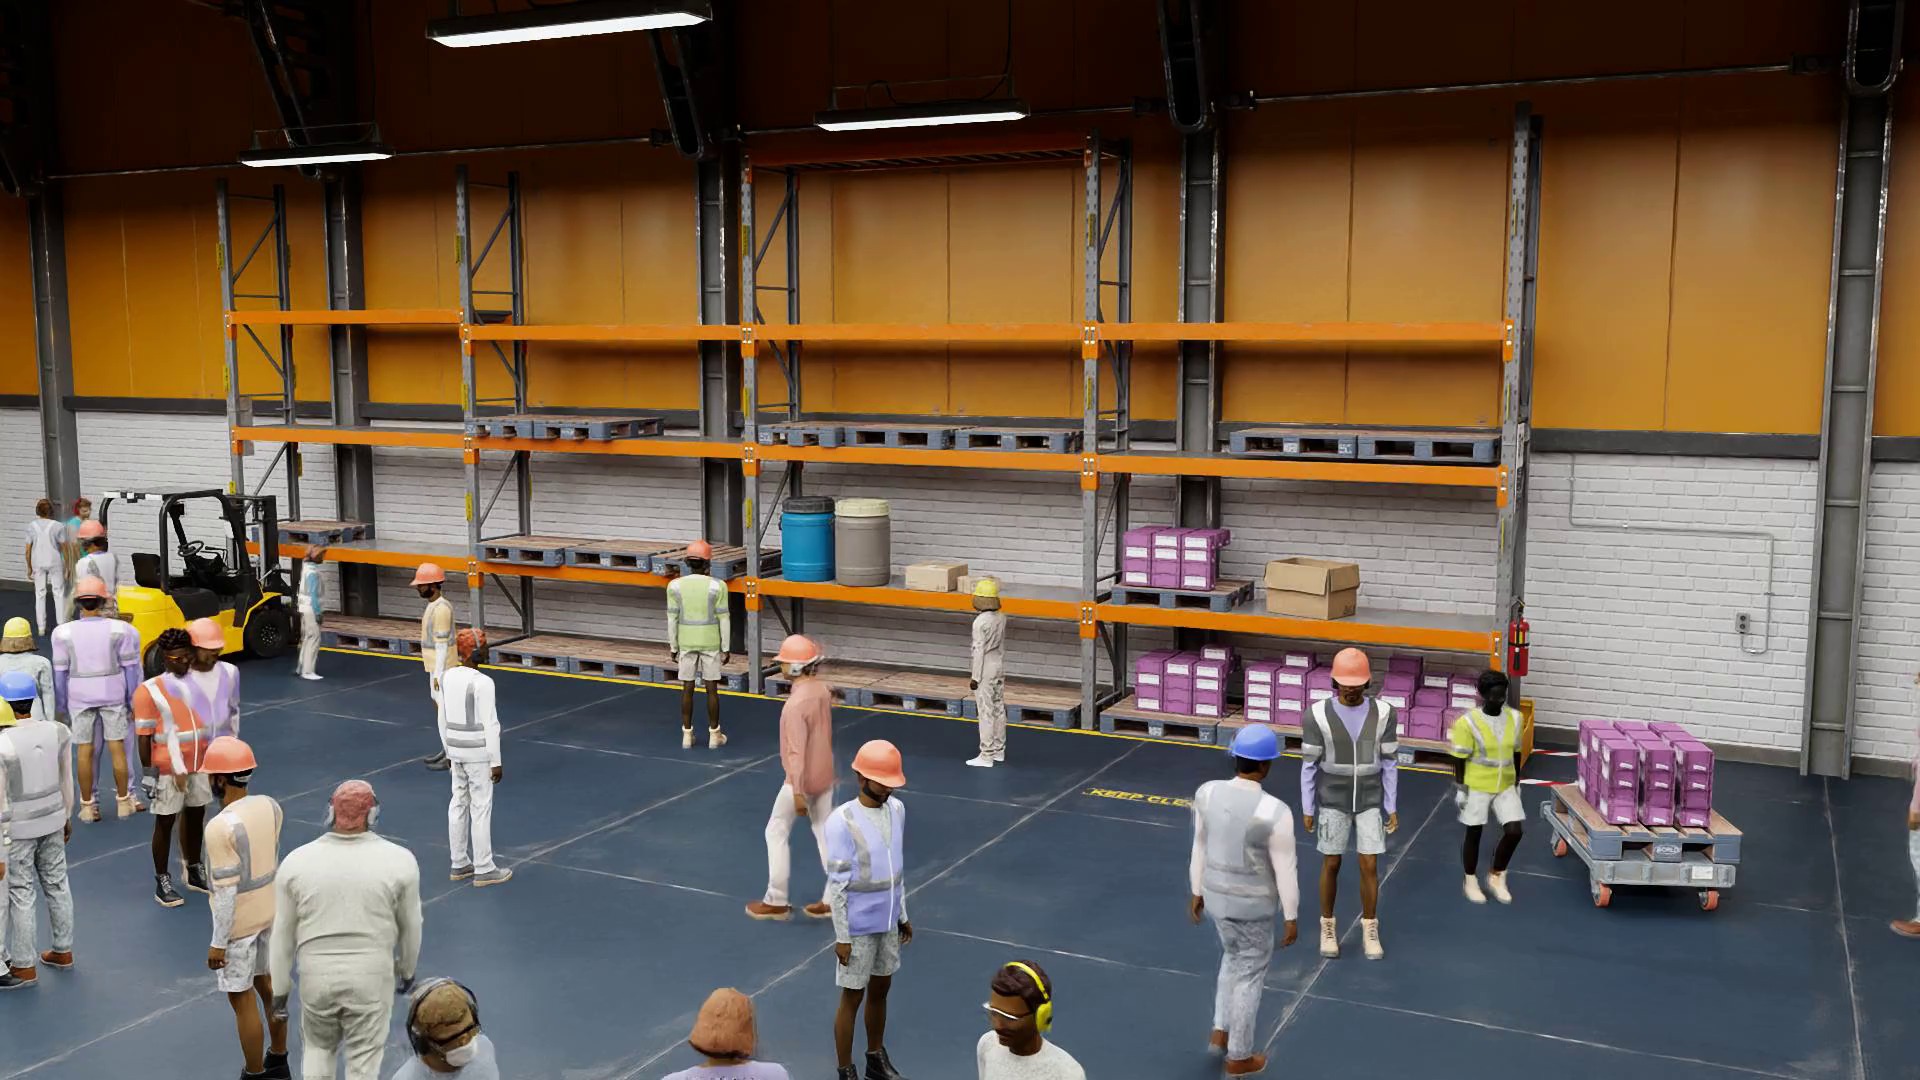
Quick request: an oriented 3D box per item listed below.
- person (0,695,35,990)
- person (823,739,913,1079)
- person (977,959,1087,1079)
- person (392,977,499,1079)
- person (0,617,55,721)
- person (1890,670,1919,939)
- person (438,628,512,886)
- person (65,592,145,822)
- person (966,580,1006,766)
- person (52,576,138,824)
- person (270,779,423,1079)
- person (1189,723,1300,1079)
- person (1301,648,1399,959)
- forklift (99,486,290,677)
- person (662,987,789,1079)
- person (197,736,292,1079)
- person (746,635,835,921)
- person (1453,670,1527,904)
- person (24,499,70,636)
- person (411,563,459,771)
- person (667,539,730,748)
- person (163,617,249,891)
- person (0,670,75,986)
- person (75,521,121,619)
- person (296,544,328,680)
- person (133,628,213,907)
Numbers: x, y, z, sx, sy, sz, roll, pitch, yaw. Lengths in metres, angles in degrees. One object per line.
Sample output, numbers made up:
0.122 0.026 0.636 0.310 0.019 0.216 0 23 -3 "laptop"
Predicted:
-5.927 1.847 10.207 0.403 1.821 0.602 -4 8 -31 "person"
-0.445 1.980 8.658 0.372 1.928 0.543 5 9 38 "person"
0.225 2.361 5.806 0.323 1.861 0.515 -6 9 -43 "person"
-1.585 2.366 5.539 0.605 1.922 0.646 1 7 11 "person"
-7.587 1.491 13.457 0.488 1.743 0.321 -3 8 -24 "person"
6.527 1.717 10.952 0.680 1.898 0.427 -6 9 -38 "person"
-3.562 1.578 12.163 0.584 1.882 0.339 5 8 35 "person"
-7.091 1.365 13.834 0.403 1.905 0.651 6 9 39 "person"
0.243 1.238 15.546 0.295 1.744 0.489 4 8 30 "person"
-7.129 1.313 13.744 0.621 2.034 0.424 -3 8 -24 "person"
-2.918 2.090 7.963 0.674 1.881 0.477 -1 7 -10 "person"
1.558 1.940 8.973 0.484 1.927 0.651 -7 9 -43 "person"
2.503 1.687 10.687 0.612 2.029 0.409 0 7 2 "person"
-9.426 0.454 20.179 1.214 2.155 2.313 3 8 26 "forklift"
-0.885 2.440 6.249 0.519 1.591 0.720 -1 7 -11 "person"
-3.757 1.975 8.665 0.374 1.935 0.552 1 7 8 "person"
-1.133 1.623 11.395 0.811 1.968 0.609 3 7 22 "person"
3.717 1.739 11.643 0.559 1.675 0.472 -1 7 -12 "person"
-12.243 0.366 22.333 0.519 1.844 0.330 -2 7 -17 "person"
-4.852 1.168 15.391 0.393 1.929 0.540 -3 8 -26 "person"
-2.529 1.012 16.187 0.612 2.043 0.374 0 7 3 "person"
-5.330 1.551 11.848 0.873 2.008 0.622 5 9 38 "person"
-5.776 1.771 10.304 0.388 1.947 0.614 3 7 23 "person"
-9.303 0.816 17.902 0.394 2.034 0.633 1 7 8 "person"
-7.568 0.834 19.423 0.407 1.610 0.595 -3 8 -23 "person"
-5.518 1.583 11.782 0.361 1.963 0.613 4 8 28 "person"
